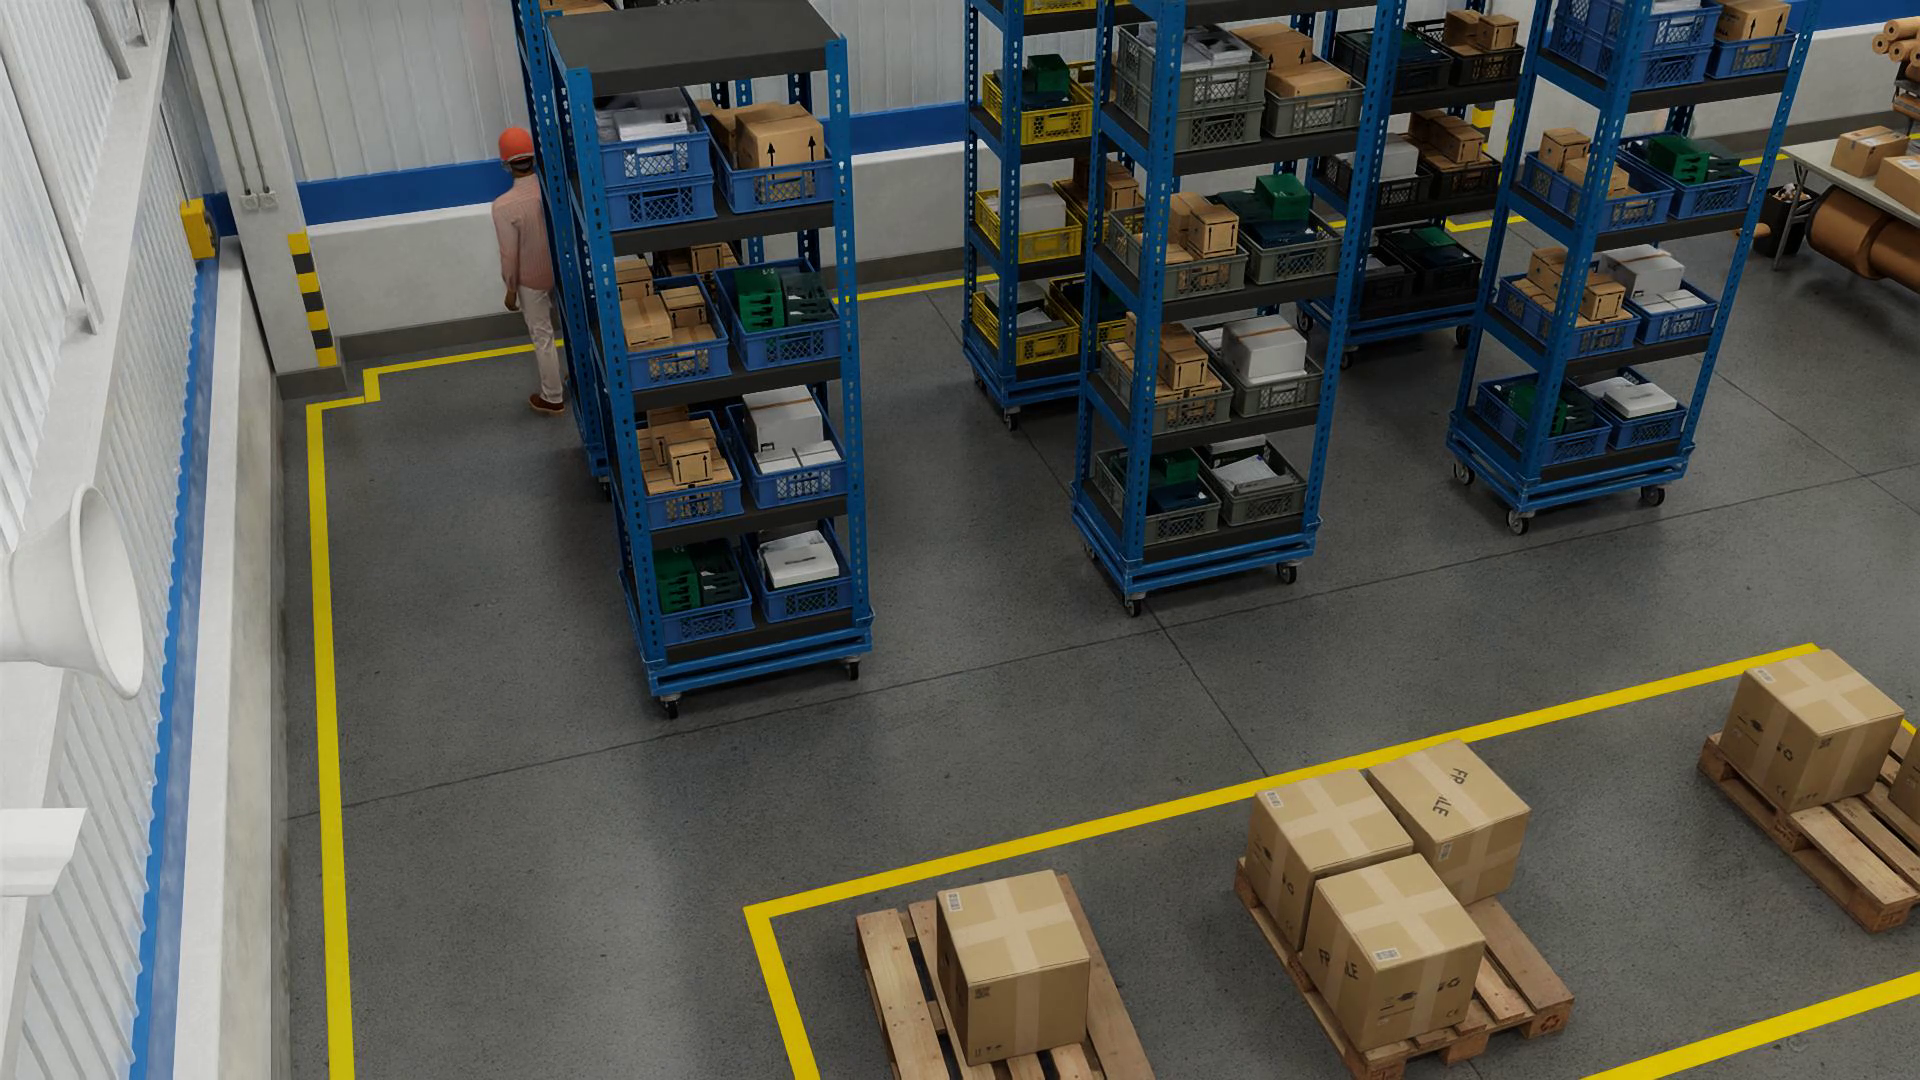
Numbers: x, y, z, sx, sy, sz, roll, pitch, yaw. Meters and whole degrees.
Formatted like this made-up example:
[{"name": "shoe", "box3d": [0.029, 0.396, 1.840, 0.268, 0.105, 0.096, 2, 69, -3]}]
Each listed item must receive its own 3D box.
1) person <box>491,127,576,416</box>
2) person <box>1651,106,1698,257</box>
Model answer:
[{"name": "person", "box3d": [-2.795, -1.775, 11.067, 0.392, 1.991, 0.612, 25, 42, 31]}, {"name": "person", "box3d": [5.532, -2.975, 13.090, 0.479, 1.619, 0.571, 2, 35, 3]}]
